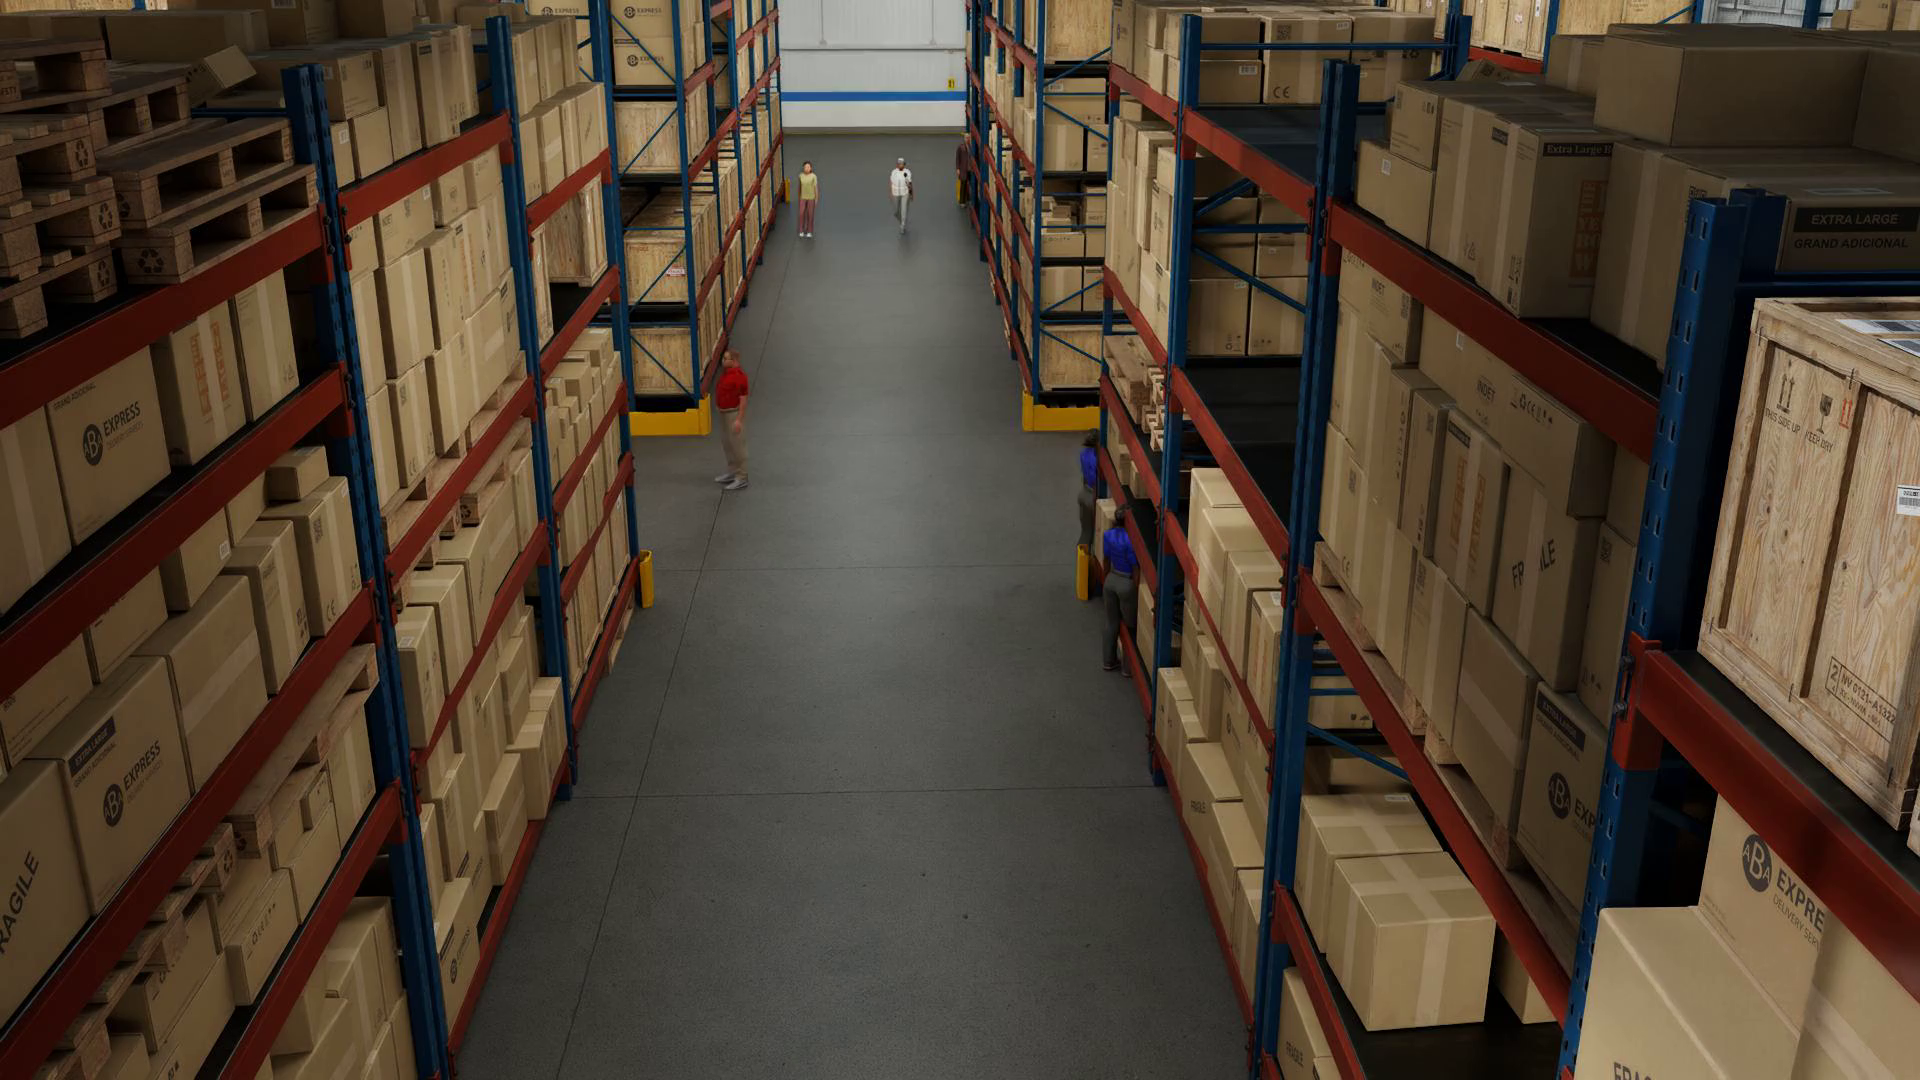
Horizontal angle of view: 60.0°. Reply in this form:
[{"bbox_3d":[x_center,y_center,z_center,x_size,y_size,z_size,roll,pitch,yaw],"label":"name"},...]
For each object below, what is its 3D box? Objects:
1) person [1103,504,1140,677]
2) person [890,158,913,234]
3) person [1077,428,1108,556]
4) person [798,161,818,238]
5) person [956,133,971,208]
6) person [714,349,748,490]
[{"bbox_3d":[1.536,0.451,15.445,0.336,1.660,0.452,-19,27,-41],"label":"person"},{"bbox_3d":[-1.319,-7.780,37.494,0.500,1.653,0.756,4,21,9],"label":"person"},{"bbox_3d":[1.510,-0.409,17.742,0.503,1.676,0.458,-9,22,-23],"label":"person"},{"bbox_3d":[-3.376,-7.506,36.726,0.451,1.669,0.664,0,20,0],"label":"person"},{"bbox_3d":[0.225,-9.039,40.691,0.572,1.780,0.488,-7,22,-18],"label":"person"},{"bbox_3d":[-2.850,-1.516,20.604,0.383,1.731,0.522,-13,24,-31],"label":"person"}]
